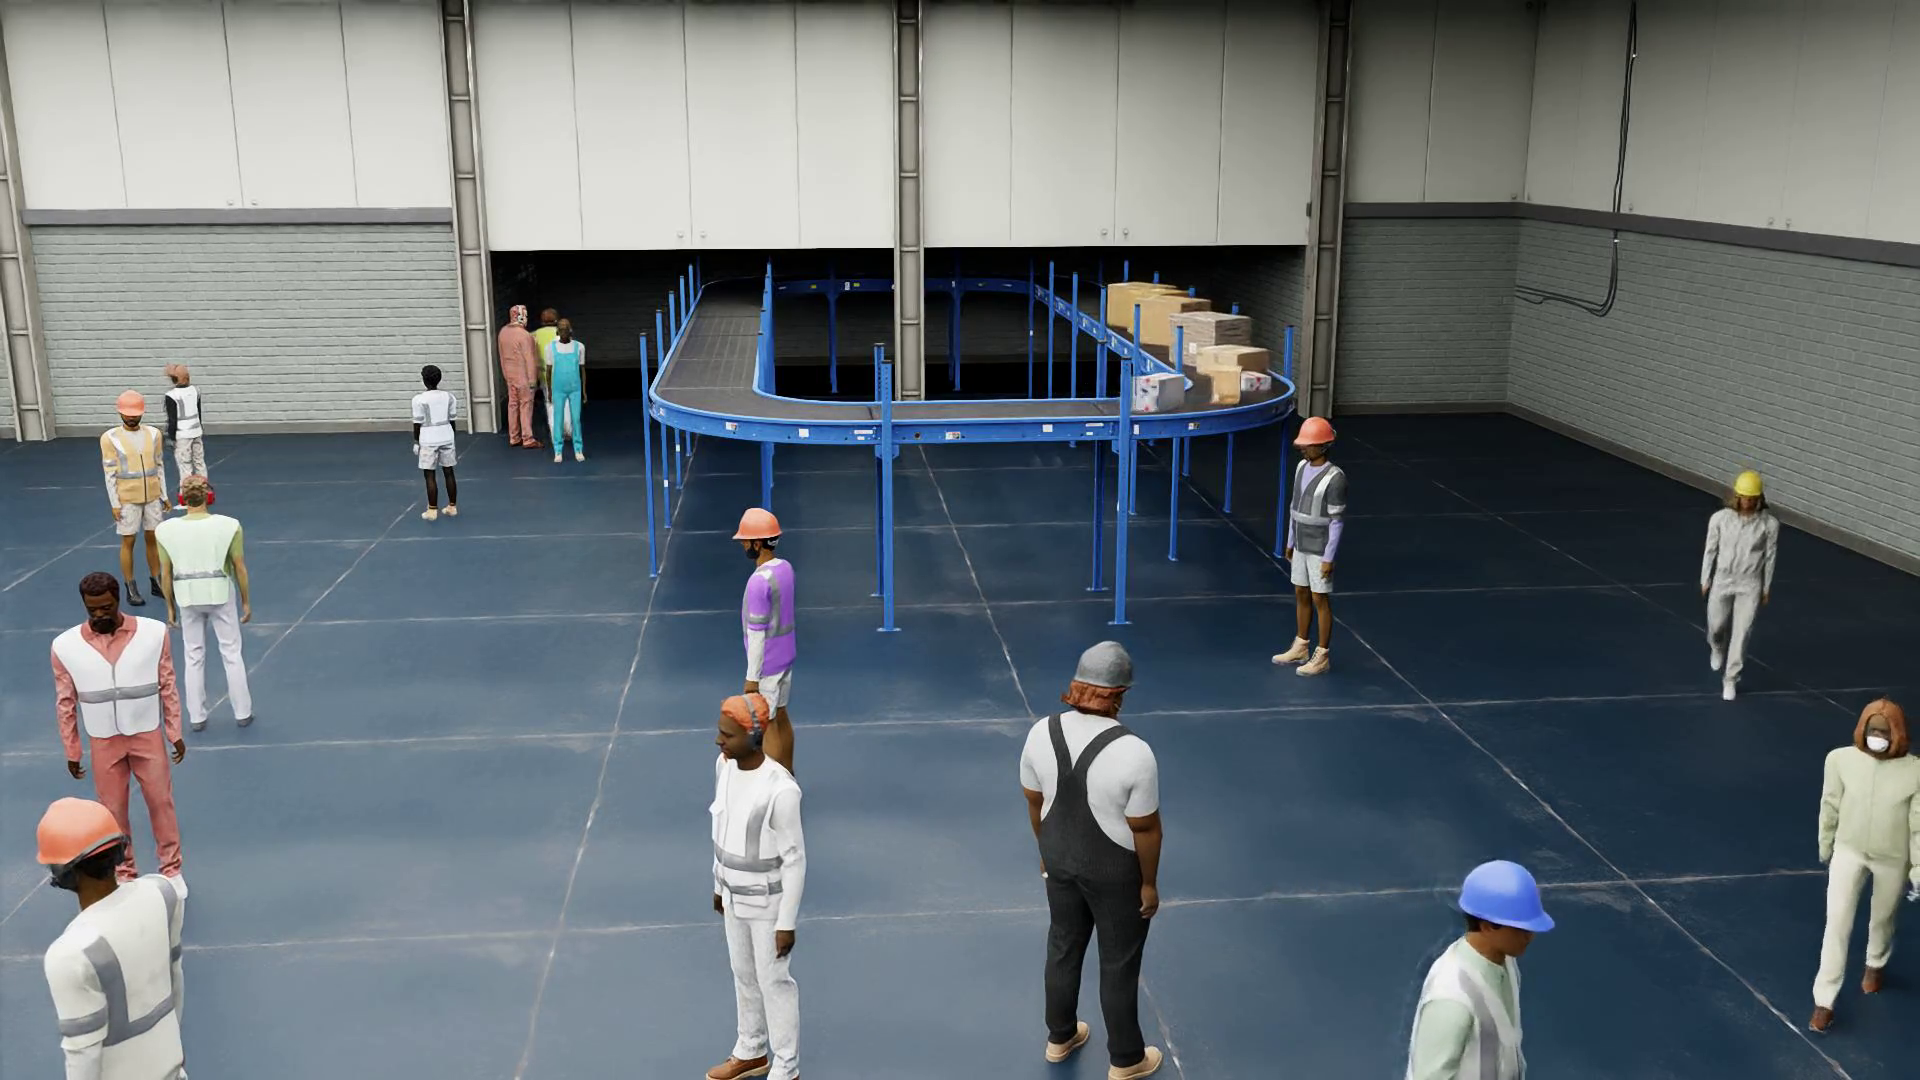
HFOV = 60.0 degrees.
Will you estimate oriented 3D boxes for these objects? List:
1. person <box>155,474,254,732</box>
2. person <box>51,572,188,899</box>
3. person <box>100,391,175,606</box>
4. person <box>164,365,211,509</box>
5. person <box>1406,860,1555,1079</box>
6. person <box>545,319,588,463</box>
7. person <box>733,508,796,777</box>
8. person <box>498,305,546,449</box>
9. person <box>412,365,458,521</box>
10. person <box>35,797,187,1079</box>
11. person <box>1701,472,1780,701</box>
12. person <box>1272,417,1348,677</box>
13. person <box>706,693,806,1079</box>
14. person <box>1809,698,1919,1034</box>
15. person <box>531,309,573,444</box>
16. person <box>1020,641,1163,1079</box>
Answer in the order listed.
[{"bbox_3d":[-5.327,0.454,11.762,0.562,1.835,0.384,-4,15,-16],"label":"person"},{"bbox_3d":[-4.588,1.078,9.121,0.601,1.907,0.406,-7,16,-25],"label":"person"},{"bbox_3d":[-7.354,-0.385,14.918,0.375,1.931,0.542,10,17,36],"label":"person"},{"bbox_3d":[-8.655,-1.139,18.584,0.336,1.644,0.540,4,14,14],"label":"person"},{"bbox_3d":[1.770,1.969,5.563,0.993,1.892,0.645,8,16,29],"label":"person"},{"bbox_3d":[-4.998,-1.900,21.172,0.506,1.837,0.350,-5,15,-18],"label":"person"},{"bbox_3d":[-1.220,0.749,10.396,0.377,1.931,0.540,3,14,13],"label":"person"},{"bbox_3d":[-5.809,-2.163,22.082,0.651,1.906,0.403,12,18,40],"label":"person"},{"bbox_3d":[-5.710,-1.064,18.132,0.319,1.690,0.535,12,18,40],"label":"person"},{"bbox_3d":[-2.910,1.850,5.762,0.393,2.036,0.605,2,14,8],"label":"person"},{"bbox_3d":[5.882,0.303,12.578,0.493,1.727,0.647,7,16,26],"label":"person"},{"bbox_3d":[2.736,0.046,12.967,0.372,2.044,0.608,-6,15,-23],"label":"person"},{"bbox_3d":[-0.895,1.562,7.224,0.341,1.882,0.587,-11,18,-38],"label":"person"},{"bbox_3d":[4.368,1.522,7.979,0.500,1.588,0.858,9,17,33],"label":"person"},{"bbox_3d":[-5.450,-2.198,22.401,0.645,1.819,0.438,1,14,5],"label":"person"},{"bbox_3d":[0.641,1.420,7.472,0.679,2.000,0.537,11,18,37],"label":"person"}]
